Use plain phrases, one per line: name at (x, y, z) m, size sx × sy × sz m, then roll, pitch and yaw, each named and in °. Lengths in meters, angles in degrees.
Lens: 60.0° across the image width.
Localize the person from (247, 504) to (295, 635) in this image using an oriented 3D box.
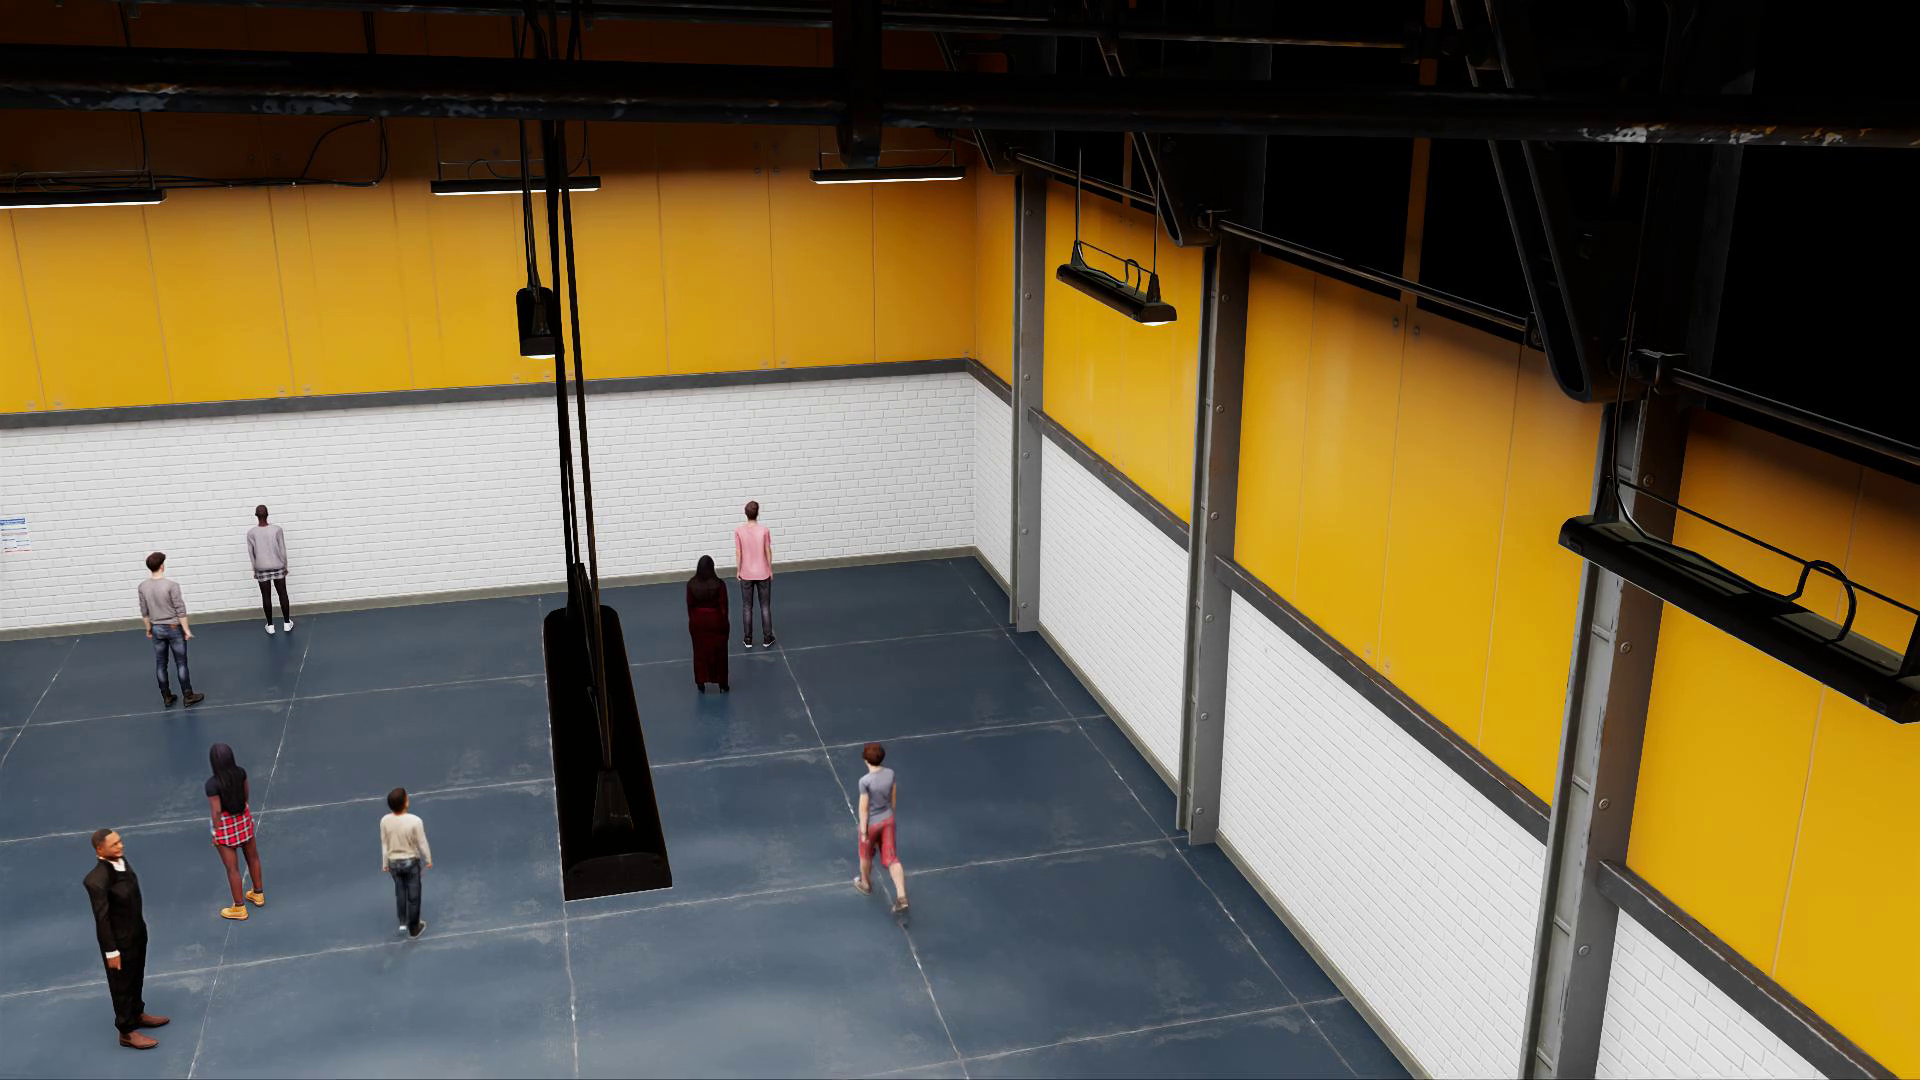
person at (-9.161, 0.372, 22.083) m, size 0.644 × 1.772 × 0.585 m, roll -8°, pitch 20°, yaw -23°

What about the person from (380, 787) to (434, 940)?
person at (-5.019, 2.942, 14.951) m, size 0.627 × 1.452 × 0.613 m, roll 0°, pitch 19°, yaw 1°

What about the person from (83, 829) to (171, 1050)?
person at (-6.804, 3.197, 13.484) m, size 0.784 × 1.904 × 0.602 m, roll -2°, pitch 19°, yaw -5°

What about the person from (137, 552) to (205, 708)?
person at (-9.447, 1.069, 19.804) m, size 0.758 × 1.905 × 0.690 m, roll 1°, pitch 19°, yaw 3°

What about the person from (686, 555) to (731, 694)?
person at (-3.049, 1.022, 20.174) m, size 0.745 × 1.757 × 0.730 m, roll 2°, pitch 19°, yaw 6°

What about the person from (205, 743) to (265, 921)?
person at (-6.710, 2.660, 15.357) m, size 0.784 × 1.729 × 0.707 m, roll 7°, pitch 20°, yaw 21°

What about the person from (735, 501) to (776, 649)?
person at (-2.663, 0.443, 21.579) m, size 0.659 × 1.958 × 0.610 m, roll -1°, pitch 19°, yaw -4°

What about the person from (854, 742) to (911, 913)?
person at (-0.707, 2.687, 15.439) m, size 0.750 × 1.624 × 1.170 m, roll -9°, pitch 21°, yaw -26°
